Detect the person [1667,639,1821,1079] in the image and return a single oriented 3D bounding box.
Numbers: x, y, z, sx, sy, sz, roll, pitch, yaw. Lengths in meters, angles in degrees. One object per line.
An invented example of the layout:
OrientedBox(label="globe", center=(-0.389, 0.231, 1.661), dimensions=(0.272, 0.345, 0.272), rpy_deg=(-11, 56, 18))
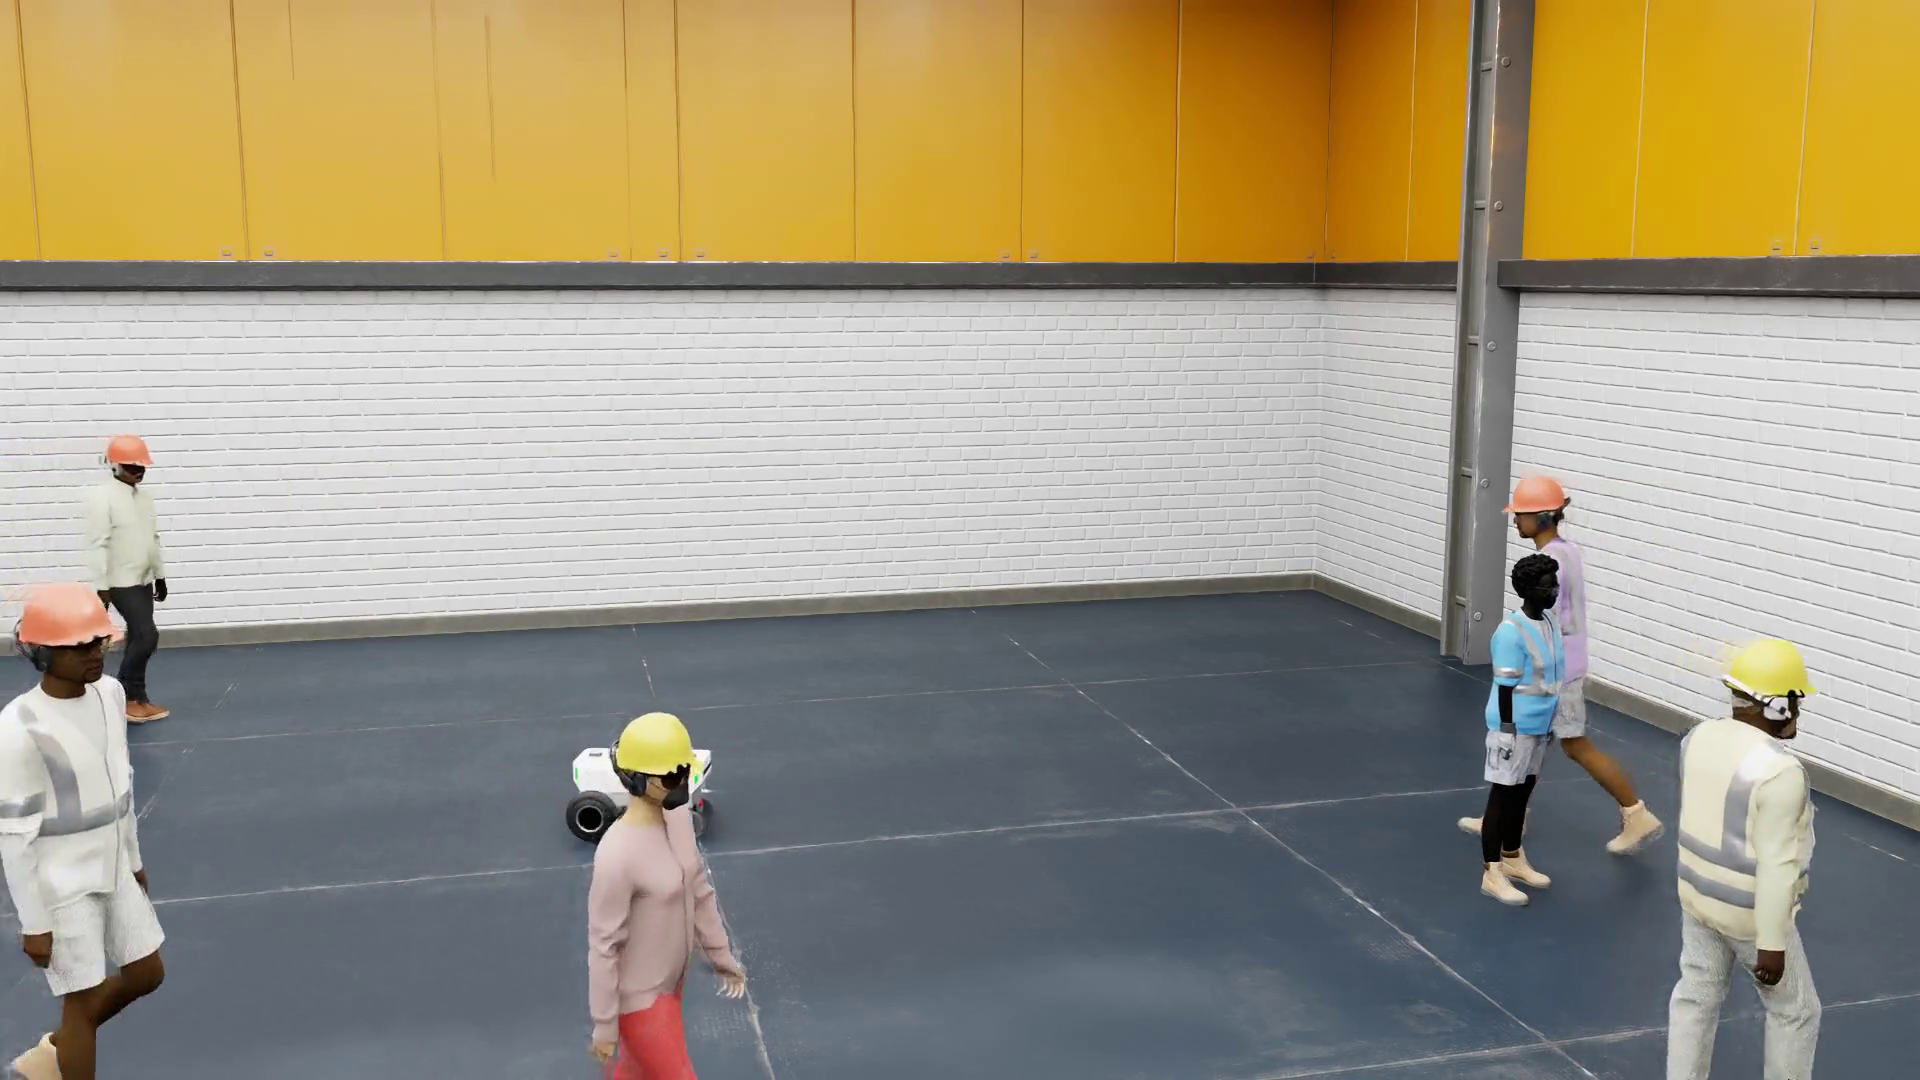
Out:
OrientedBox(label="person", center=(2.765, 1.226, 5.671), dimensions=(0.700, 1.808, 0.628), rpy_deg=(-1, 9, -8))

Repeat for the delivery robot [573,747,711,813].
OrientedBox(label="delivery robot", center=(-1.718, 1.269, 9.031), dimensions=(0.707, 0.478, 0.477), rpy_deg=(0, 9, 3))

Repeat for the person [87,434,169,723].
OrientedBox(label="person", center=(-5.531, 0.270, 11.143), dimensions=(0.456, 1.969, 0.656), rpy_deg=(1, 9, 4))

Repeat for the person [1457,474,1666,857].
OrientedBox(label="person", center=(3.206, 0.656, 8.697), dimensions=(0.996, 2.004, 0.603), rpy_deg=(3, 10, 19))

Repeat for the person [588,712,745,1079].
OrientedBox(label="person", center=(-0.820, 1.370, 5.035), dimensions=(0.828, 1.736, 0.535), rpy_deg=(2, 9, 10))

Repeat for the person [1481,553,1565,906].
OrientedBox(label="person", center=(2.740, 0.898, 8.082), dimensions=(0.322, 1.696, 0.536), rpy_deg=(8, 12, 42))

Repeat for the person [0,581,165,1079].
OrientedBox(label="person", center=(-2.986, 1.132, 5.585), dimensions=(0.534, 2.029, 0.626), rpy_deg=(1, 9, 7))
